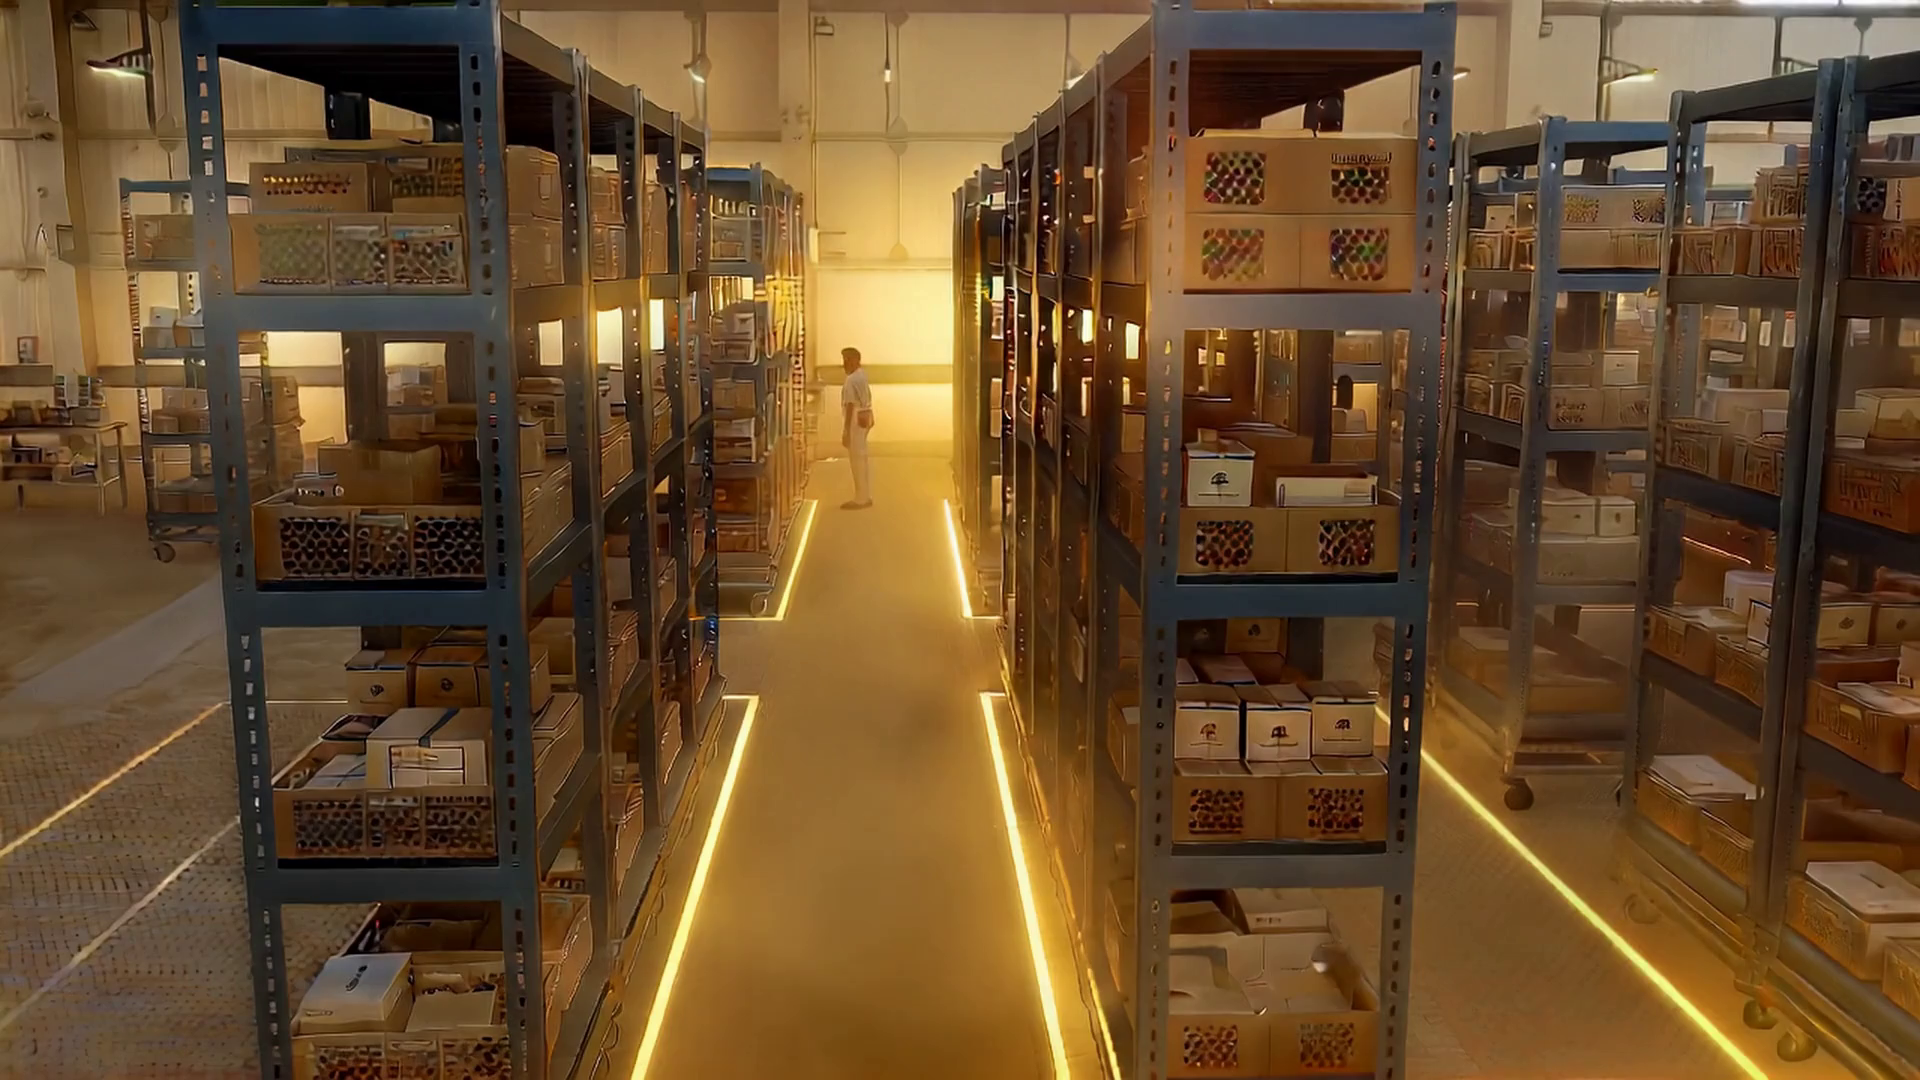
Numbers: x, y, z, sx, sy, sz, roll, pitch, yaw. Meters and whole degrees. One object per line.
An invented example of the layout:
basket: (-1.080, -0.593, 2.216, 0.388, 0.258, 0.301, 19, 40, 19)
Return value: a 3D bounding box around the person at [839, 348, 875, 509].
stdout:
person: (-1.171, -1.268, 18.999, 0.389, 1.837, 0.560, 3, 10, 15)
